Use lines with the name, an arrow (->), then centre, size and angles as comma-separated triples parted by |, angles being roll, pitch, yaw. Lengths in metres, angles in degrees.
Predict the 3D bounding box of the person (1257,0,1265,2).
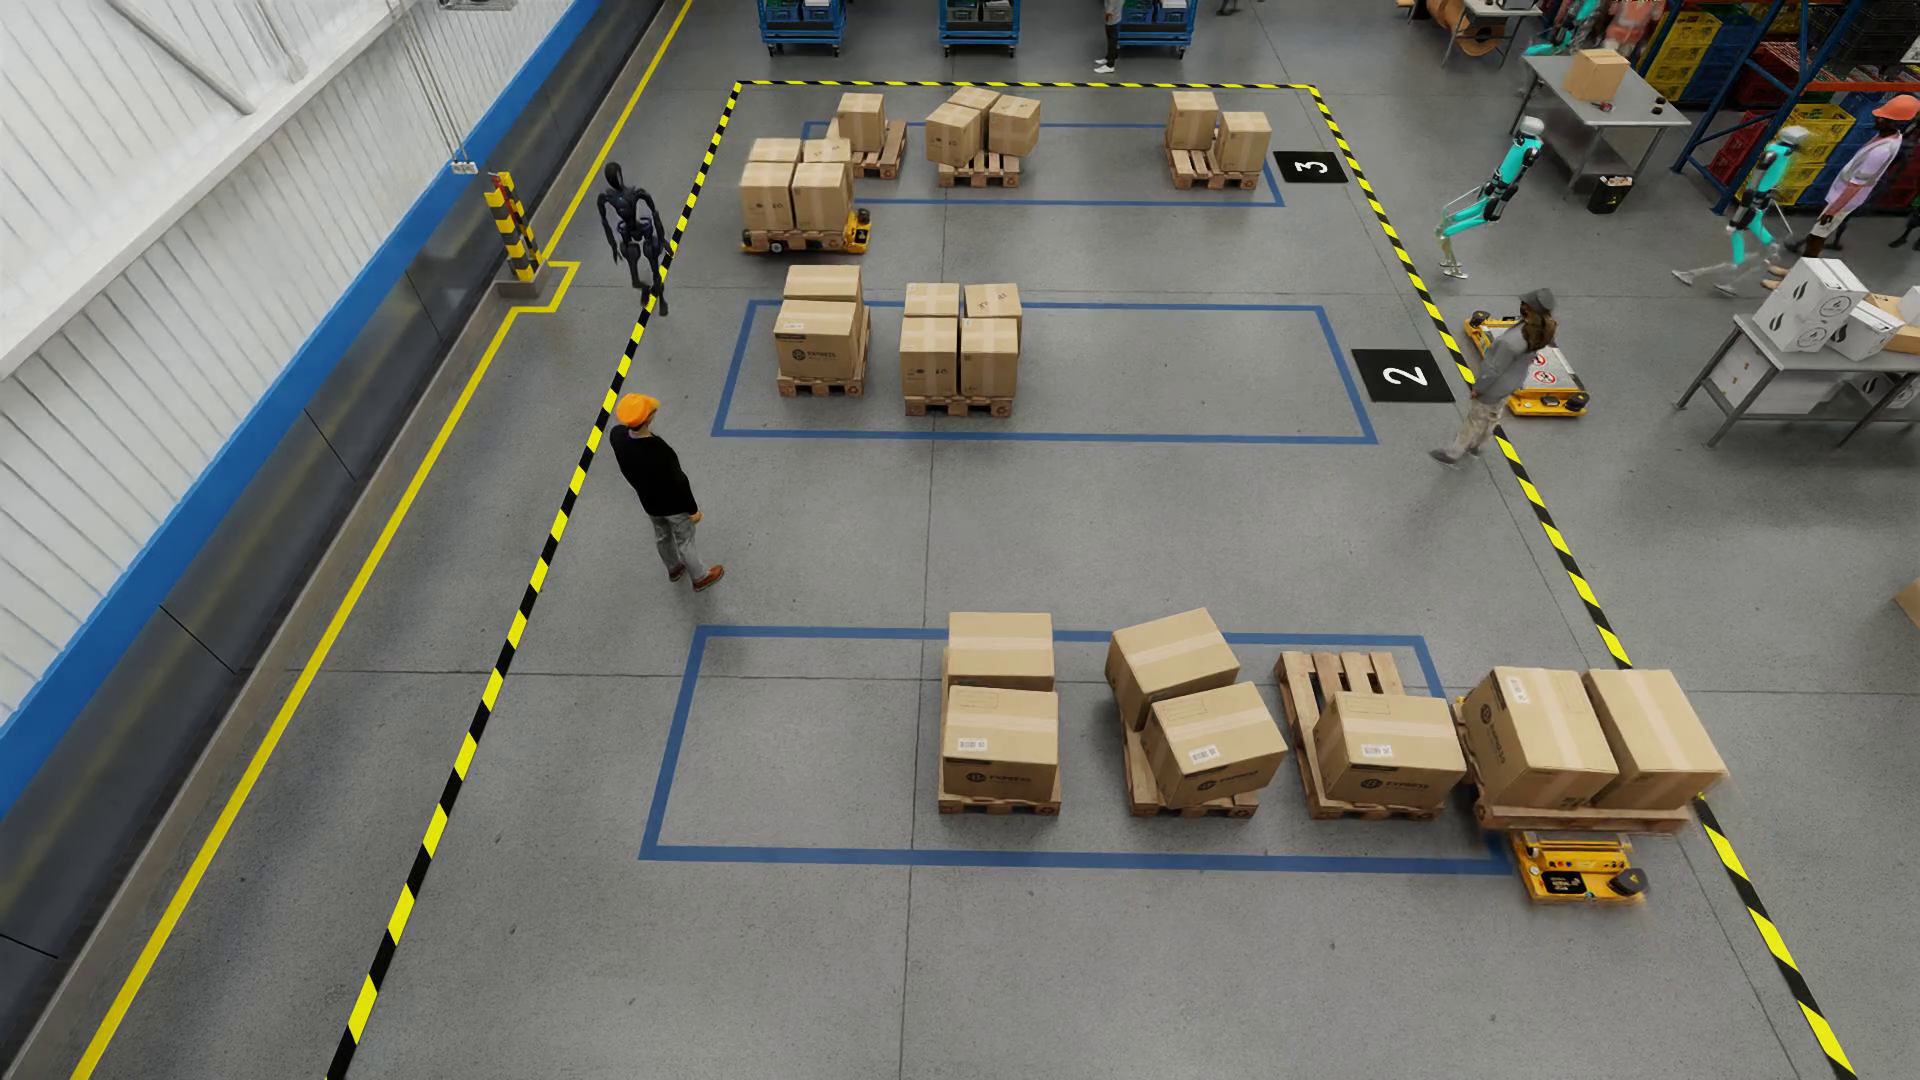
person -> 5.047, -9.938, 15.031 | 0.634, 1.939, 0.366 | 20, 52, 17

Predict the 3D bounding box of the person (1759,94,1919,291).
person -> 9.034, -3.523, 9.426 | 0.444, 2.030, 0.619 | 35, 57, 26

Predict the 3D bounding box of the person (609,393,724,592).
person -> -2.163, -0.320, 6.742 | 0.589, 1.884, 0.362 | 23, 53, 19

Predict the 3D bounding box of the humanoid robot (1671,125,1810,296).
humanoid robot -> 8.226, -3.260, 9.379 | 0.545, 1.738, 0.934 | -27, 54, -21

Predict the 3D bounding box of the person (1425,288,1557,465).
person -> 4.520, -1.327, 7.705 | 0.565, 1.770, 0.557 | -29, 55, -23

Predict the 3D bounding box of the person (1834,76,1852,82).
person -> 12.954, -7.393, 12.894 | 0.625, 1.840, 0.430 | -16, 51, -13

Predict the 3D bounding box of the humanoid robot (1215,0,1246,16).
humanoid robot -> 4.513, -9.309, 14.663 | 0.501, 1.646, 0.593 | 2, 49, 2

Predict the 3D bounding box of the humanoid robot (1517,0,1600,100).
humanoid robot -> 8.155, -6.947, 12.602 | 0.549, 1.823, 0.783 | -30, 56, -24

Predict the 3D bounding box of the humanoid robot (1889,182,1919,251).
humanoid robot -> 10.893, -3.907, 9.979 | 0.363, 1.646, 0.608 | -24, 53, -19

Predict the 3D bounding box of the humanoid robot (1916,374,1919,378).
humanoid robot -> 9.056, -2.035, 8.335 | 0.842, 1.783, 0.532 | -10, 50, -8

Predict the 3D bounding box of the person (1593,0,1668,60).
person -> 8.827, -6.652, 12.206 | 0.606, 1.902, 0.911 | 16, 51, 13

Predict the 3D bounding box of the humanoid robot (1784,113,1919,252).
humanoid robot -> 9.794, -3.843, 9.953 | 0.770, 1.616, 0.607 | 3, 49, 3

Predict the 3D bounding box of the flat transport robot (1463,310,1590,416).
flat transport robot -> 5.573, -1.757, 9.054 | 0.659, 0.231, 1.431 | 1, 49, 1

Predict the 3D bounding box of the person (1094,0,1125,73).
person -> 2.170, -7.717, 13.166 | 0.396, 1.852, 0.589 | 10, 50, 8

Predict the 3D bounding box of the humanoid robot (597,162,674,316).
humanoid robot -> -3.221, -3.014, 9.213 | 0.607, 1.647, 0.372 | -8, 50, -7

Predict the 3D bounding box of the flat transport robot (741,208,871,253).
flat transport robot -> -1.772, -3.605, 10.636 | 1.431, 0.197, 0.652 | 1, 49, 1

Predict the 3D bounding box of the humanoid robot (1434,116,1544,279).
humanoid robot -> 5.379, -3.558, 9.556 | 0.735, 1.672, 0.533 | 8, 50, 7

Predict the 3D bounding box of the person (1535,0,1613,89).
person -> 8.610, -7.234, 12.757 | 0.590, 1.837, 0.404 | 12, 50, 10

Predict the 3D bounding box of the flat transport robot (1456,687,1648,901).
flat transport robot -> 3.895, 1.642, 6.093 | 0.652, 0.197, 1.431 | 1, 49, 1
